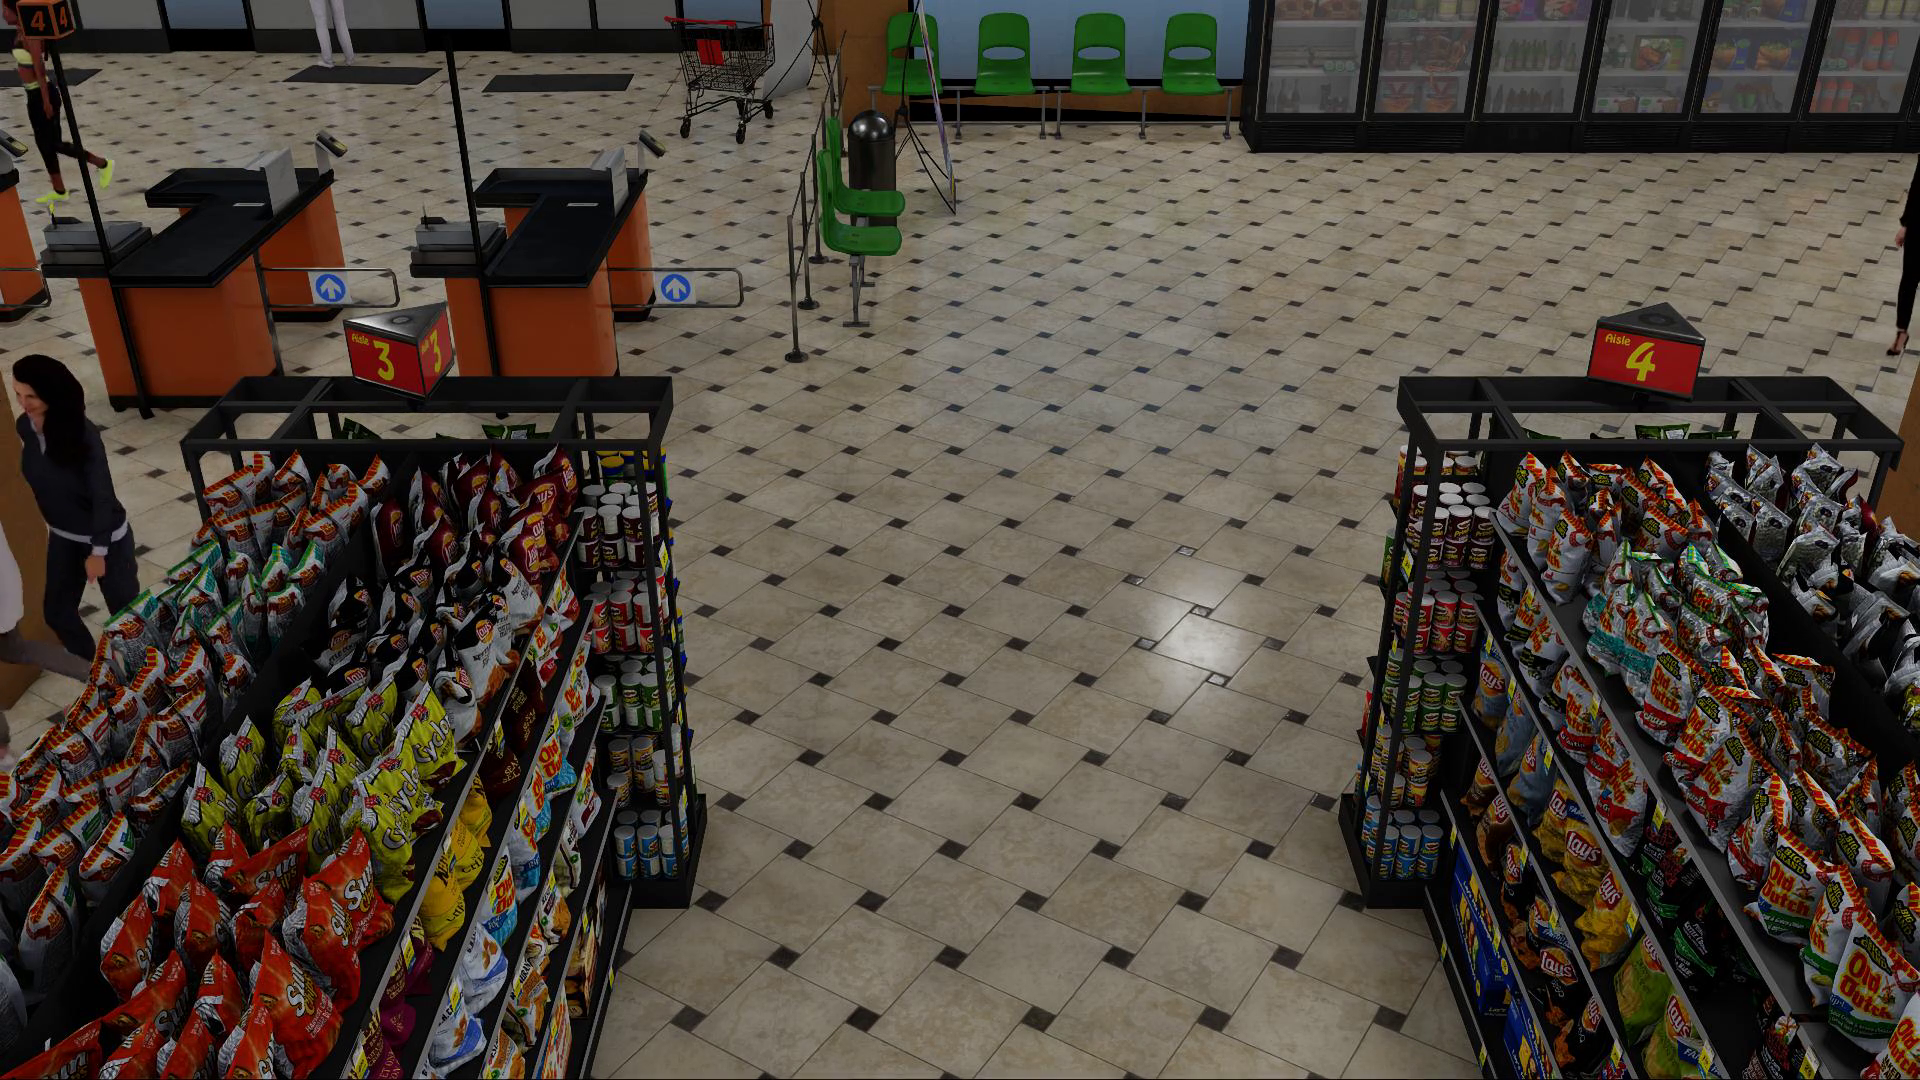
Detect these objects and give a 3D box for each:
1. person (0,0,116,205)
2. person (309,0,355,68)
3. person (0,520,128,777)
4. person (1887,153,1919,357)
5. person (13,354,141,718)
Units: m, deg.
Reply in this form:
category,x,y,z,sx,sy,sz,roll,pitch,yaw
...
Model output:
category,x,y,z,sx,sy,sz,roll,pitch,yaw
person,-7.635,-3.710,14.030,0.951,1.737,0.931,-21,35,-33
person,-7.086,-6.225,18.481,0.741,1.887,0.776,-20,35,-33
person,-3.961,0.164,6.855,0.877,1.813,1.025,-7,29,-12
person,6.502,-2.054,11.048,0.966,1.689,0.909,-25,37,-38
person,-3.774,-0.060,7.338,0.734,1.744,0.780,9,30,16
